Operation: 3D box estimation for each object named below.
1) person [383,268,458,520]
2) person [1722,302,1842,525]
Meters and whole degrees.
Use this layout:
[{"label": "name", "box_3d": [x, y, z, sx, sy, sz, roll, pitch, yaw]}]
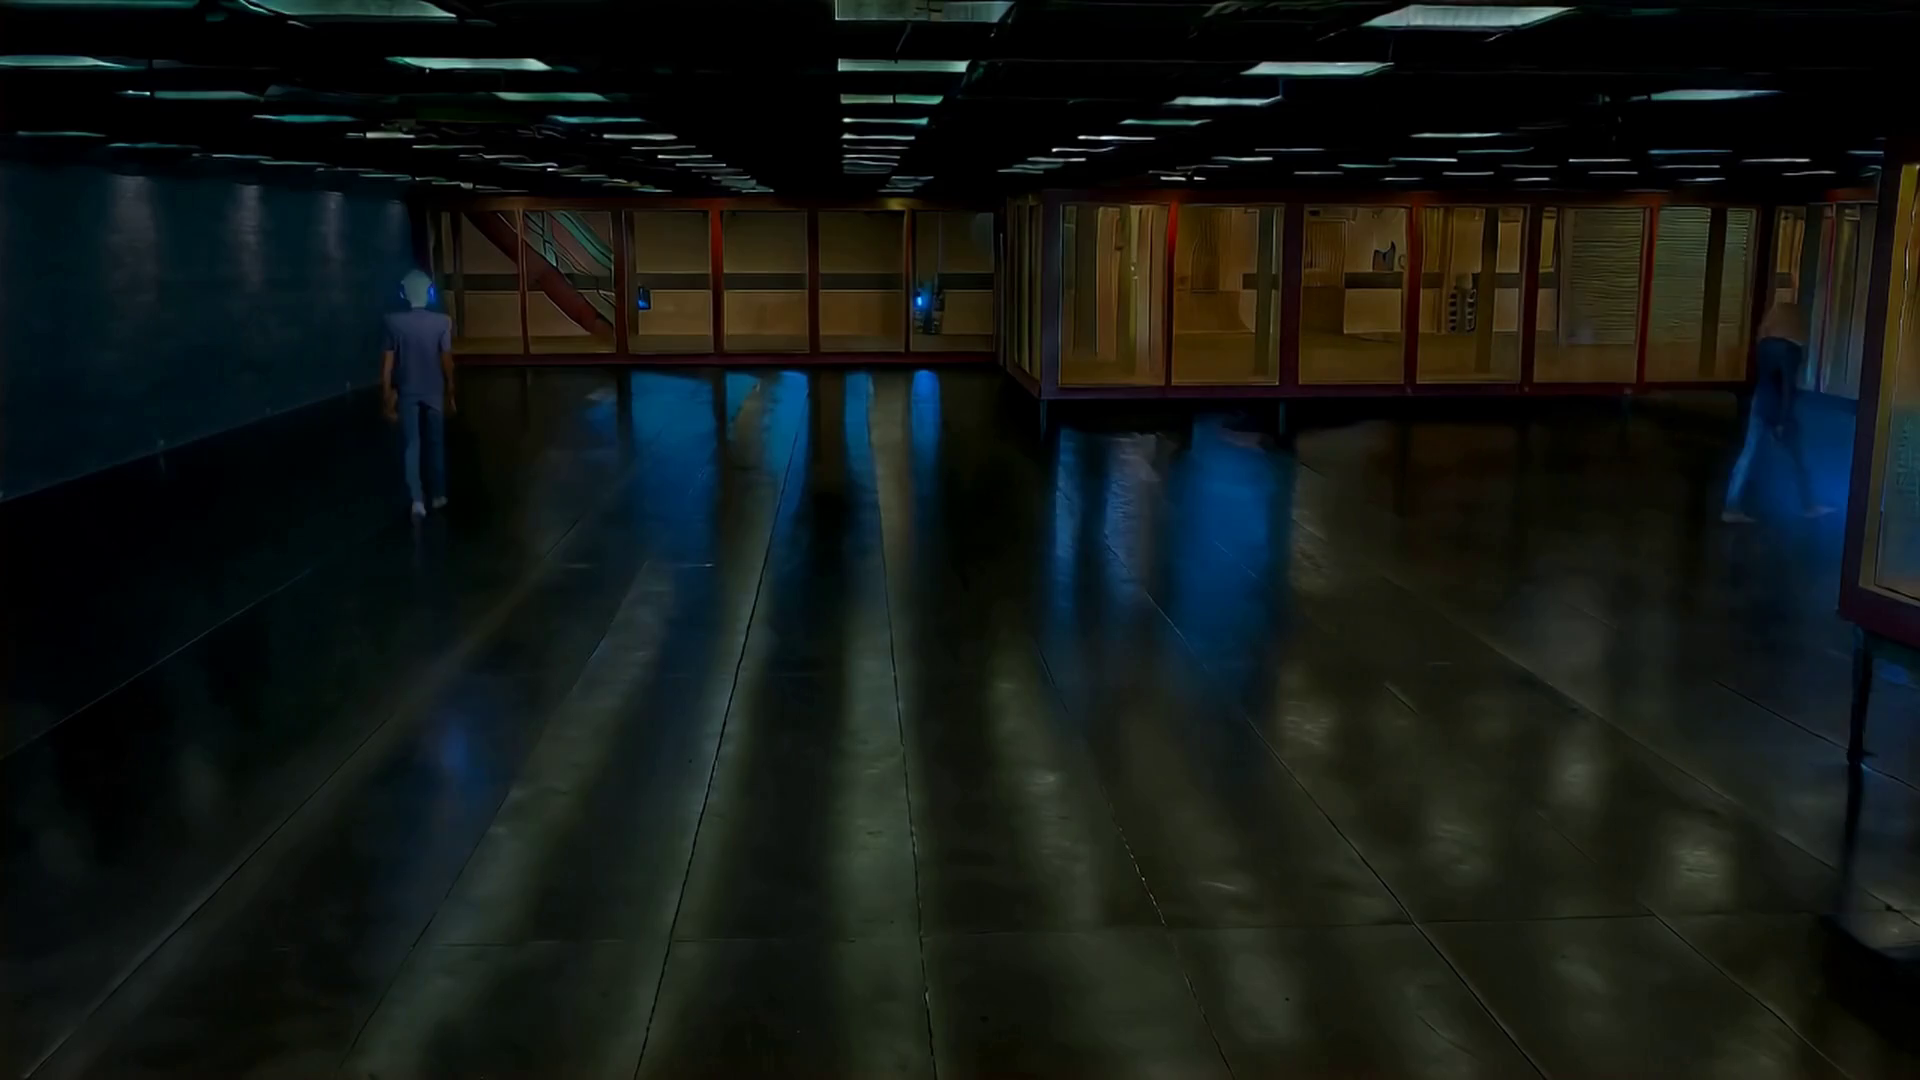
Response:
[{"label": "person", "box_3d": [-3.983, -1.080, 12.252, 0.536, 1.832, 0.951, -2, 11, -11]}, {"label": "person", "box_3d": [5.849, -0.886, 11.795, 0.839, 1.582, 0.524, -1, 11, -6]}]
